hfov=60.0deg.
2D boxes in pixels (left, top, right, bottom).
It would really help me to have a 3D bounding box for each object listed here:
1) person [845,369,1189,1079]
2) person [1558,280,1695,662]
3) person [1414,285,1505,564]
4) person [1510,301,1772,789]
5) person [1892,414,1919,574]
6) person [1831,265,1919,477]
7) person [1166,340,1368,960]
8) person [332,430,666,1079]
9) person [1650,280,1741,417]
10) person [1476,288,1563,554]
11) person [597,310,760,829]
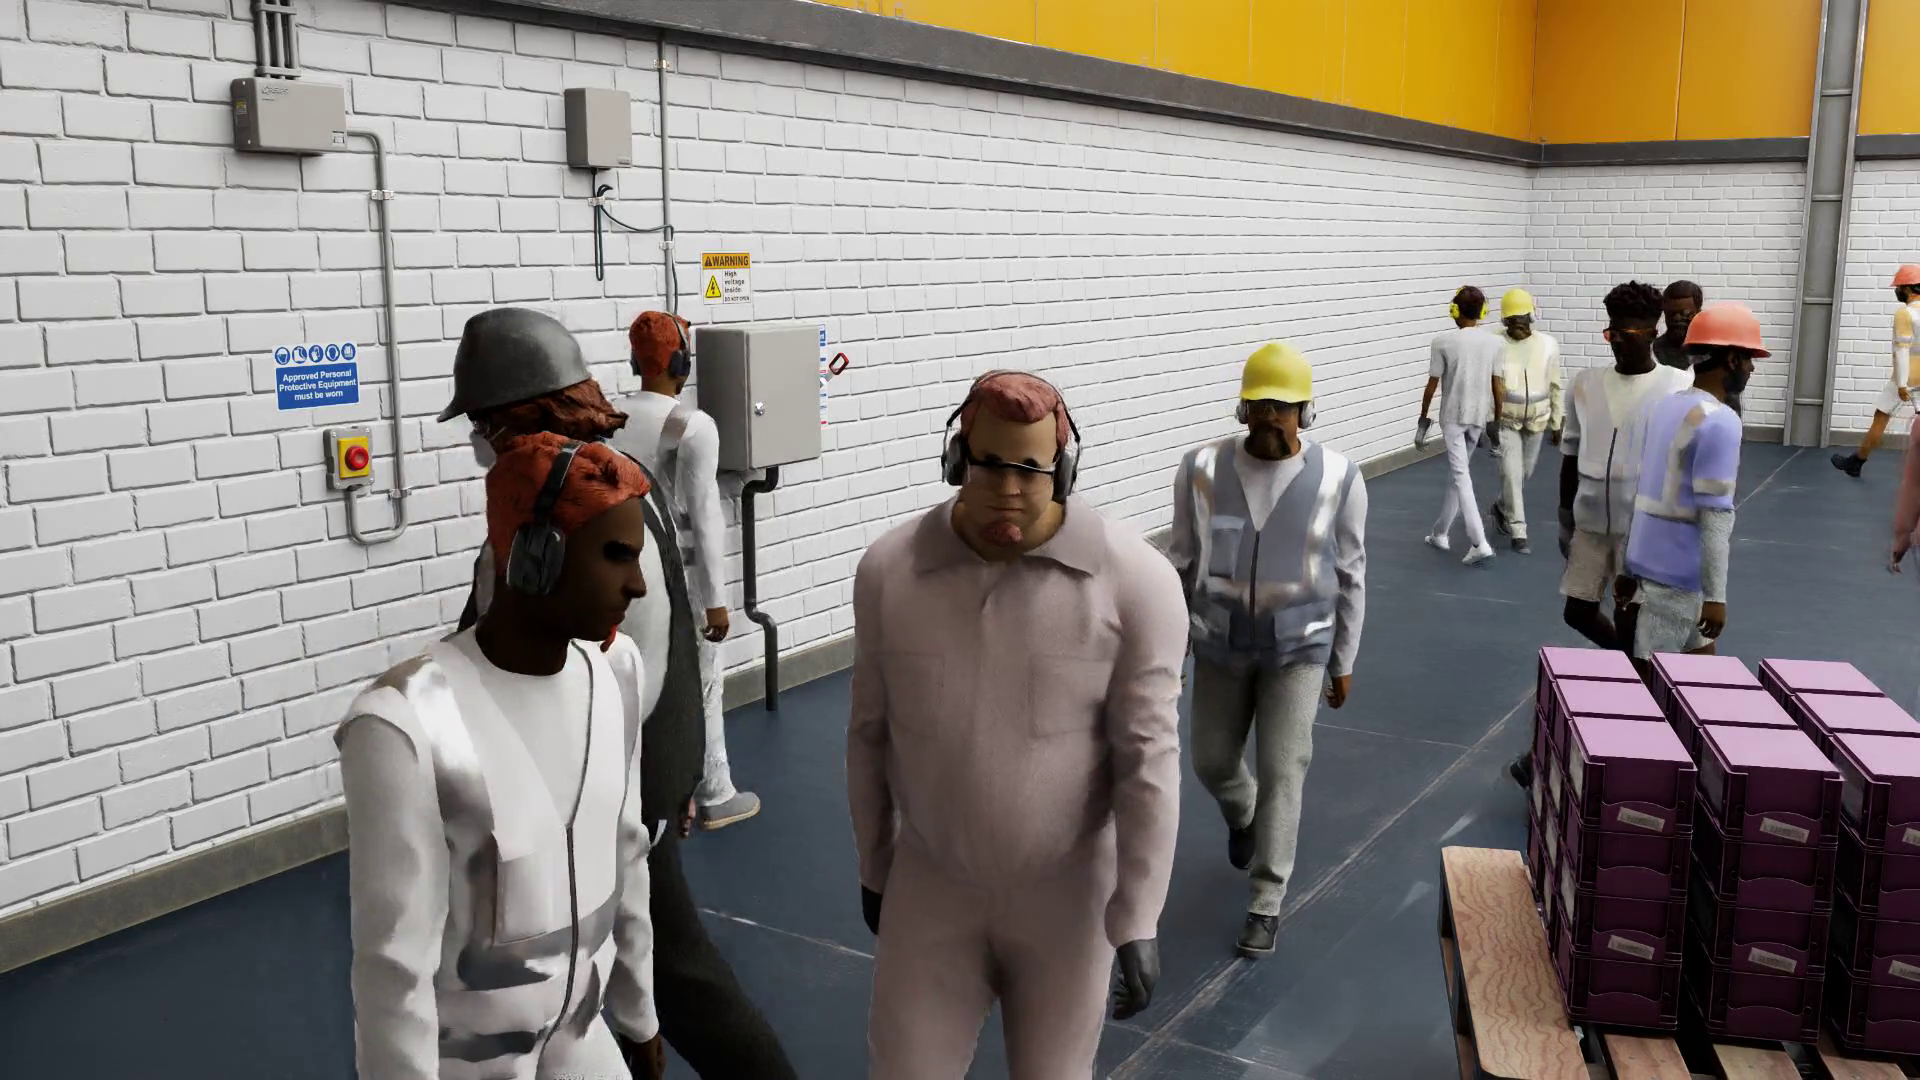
[{"bbox_3d":[0.076,0.633,3.013,0.647,1.878,0.588,2,10,12],"label":"person"},{"bbox_3d":[2.755,-0.089,6.830,0.662,1.950,0.608,-10,14,-43],"label":"person"},{"bbox_3d":[3.320,-0.765,10.994,0.540,1.820,1.015,-2,10,-9],"label":"person"},{"bbox_3d":[2.524,0.093,5.978,0.971,1.903,0.572,1,10,5],"label":"person"},{"bbox_3d":[4.174,0.023,6.785,0.792,1.726,0.560,-5,12,-28],"label":"person"},{"bbox_3d":[8.201,-1.437,14.464,0.567,1.879,1.004,-5,11,-26],"label":"person"},{"bbox_3d":[0.923,0.294,5.060,0.603,1.817,0.677,4,11,19],"label":"person"},{"bbox_3d":[-0.606,0.765,2.419,0.761,1.839,0.597,6,12,30],"label":"person"},{"bbox_3d":[3.758,-0.405,8.698,0.604,1.901,0.562,8,13,39],"label":"person"},{"bbox_3d":[3.820,-0.845,11.483,0.597,1.790,0.889,0,10,0],"label":"person"},{"bbox_3d":[-1.044,0.144,5.761,0.589,1.869,0.759,7,12,35],"label":"person"}]
